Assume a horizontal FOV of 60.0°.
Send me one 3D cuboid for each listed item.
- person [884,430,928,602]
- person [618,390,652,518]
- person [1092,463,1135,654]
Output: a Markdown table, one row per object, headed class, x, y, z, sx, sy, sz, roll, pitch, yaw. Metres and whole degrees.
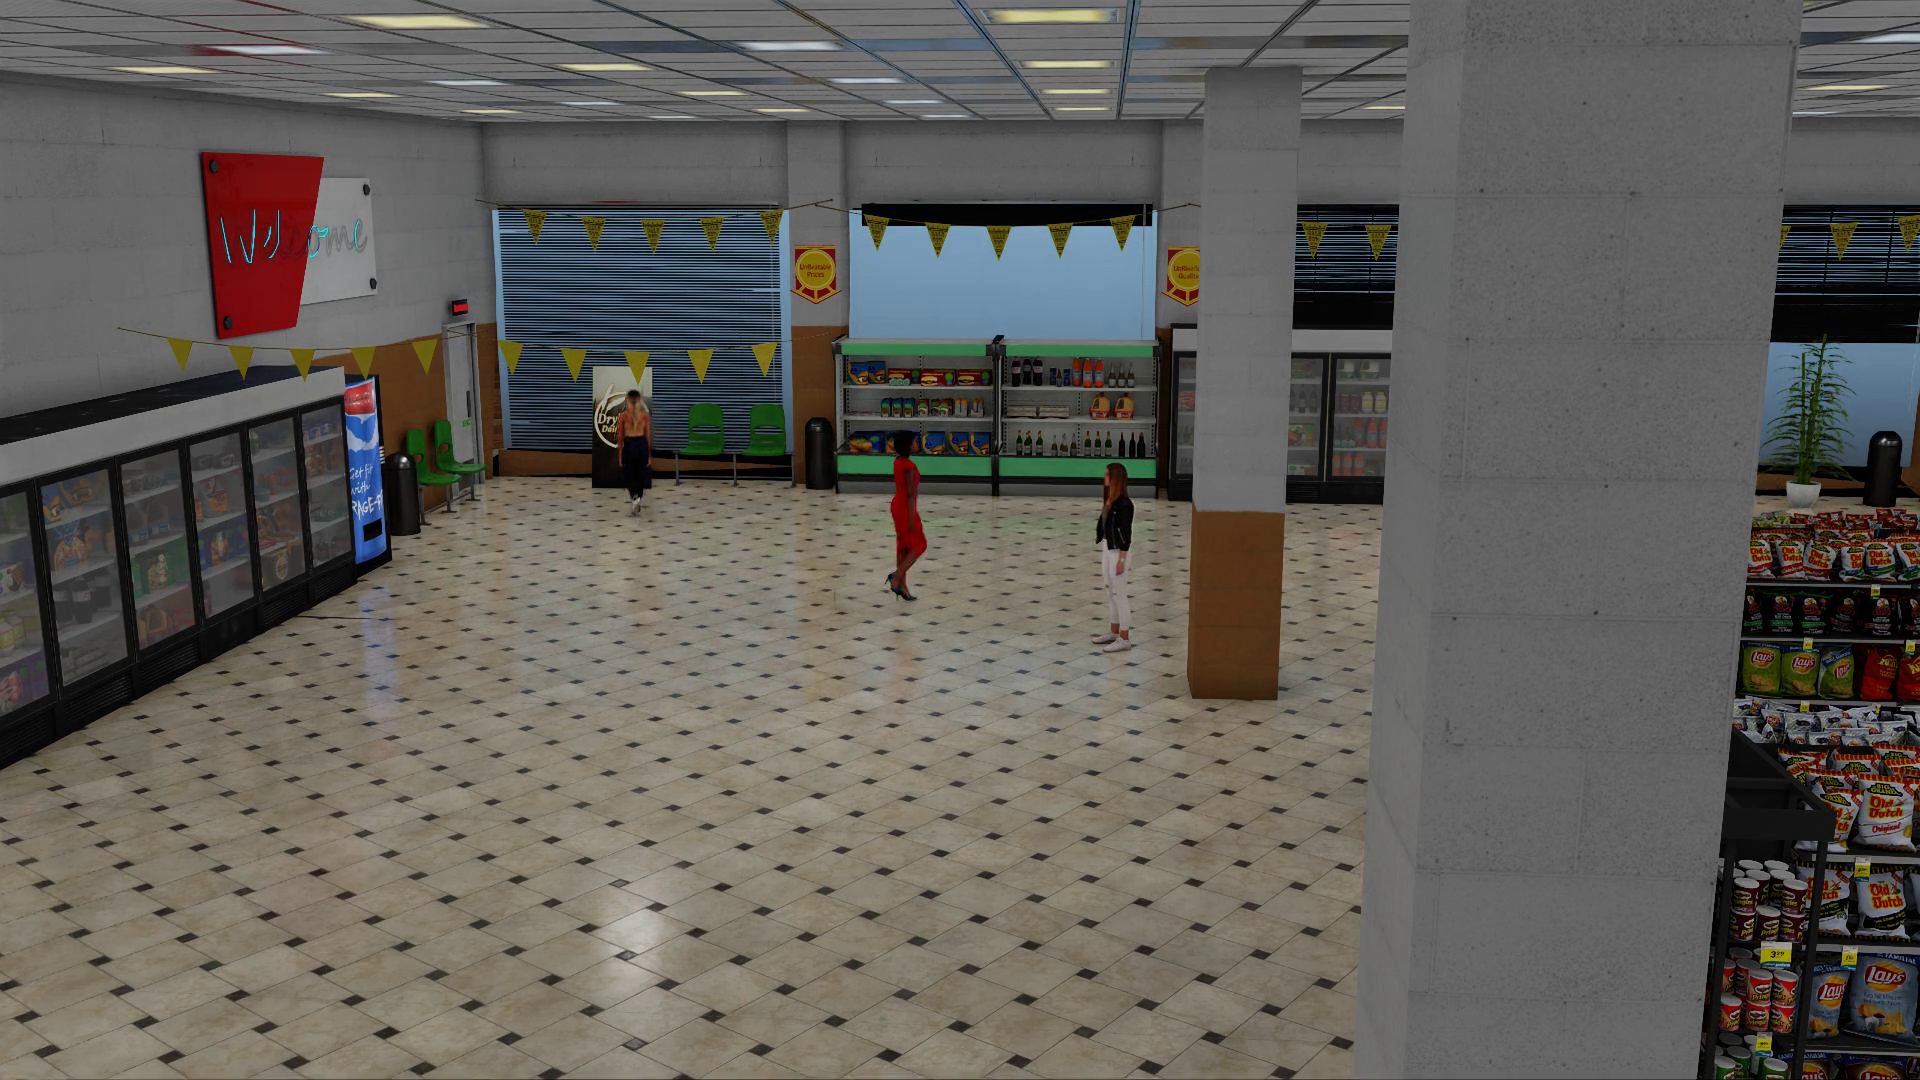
| class | x | y | z | sx | sy | sz | roll | pitch | yaw |
| --- | --- | --- | --- | --- | --- | --- | --- | --- | --- |
| person | -0.619 | -0.227 | 16.654 | 0.782 | 1.733 | 0.727 | -5 | 13 | -21 |
| person | -4.063 | -1.056 | 20.886 | 0.913 | 1.612 | 0.875 | -5 | 13 | -22 |
| person | 1.406 | 0.144 | 14.966 | 0.631 | 1.703 | 0.670 | -3 | 12 | -14 |
